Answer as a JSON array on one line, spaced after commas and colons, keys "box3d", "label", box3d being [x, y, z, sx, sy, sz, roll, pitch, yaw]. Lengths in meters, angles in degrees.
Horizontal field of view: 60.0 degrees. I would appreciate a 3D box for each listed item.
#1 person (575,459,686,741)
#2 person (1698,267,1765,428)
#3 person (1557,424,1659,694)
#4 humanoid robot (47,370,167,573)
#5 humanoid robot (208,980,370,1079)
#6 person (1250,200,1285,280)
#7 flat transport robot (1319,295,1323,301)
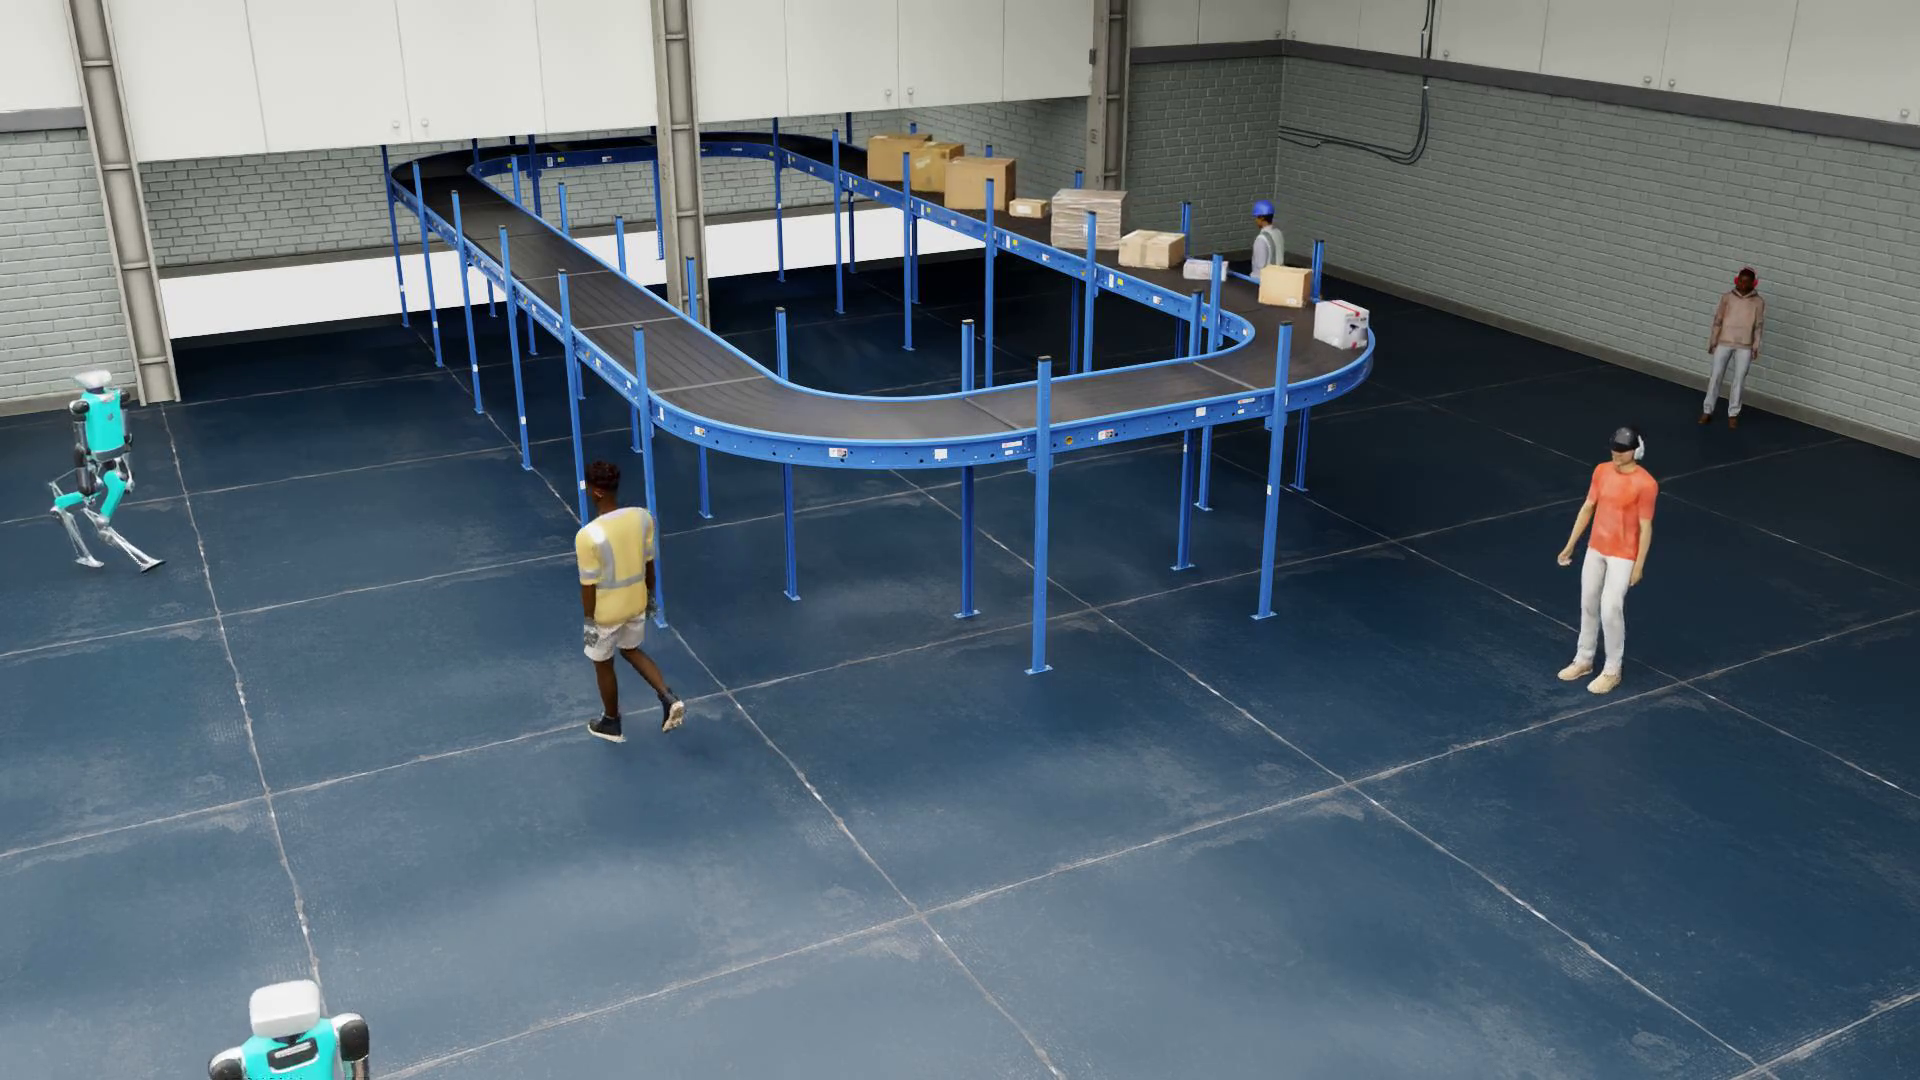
[{"box3d": [-2.152, 0.422, 10.601, 0.644, 1.949, 0.606, 14, 26, 32], "label": "person"}, {"box3d": [7.861, -1.963, 16.879, 0.472, 1.650, 0.310, 11, 25, 26], "label": "person"}, {"box3d": [4.450, 0.108, 11.442, 0.430, 1.904, 0.509, -12, 25, -27], "label": "person"}, {"box3d": [-6.888, -0.506, 13.201, 1.039, 1.741, 0.557, 8, 23, 18], "label": "humanoid robot"}, {"box3d": [-2.224, 2.474, 5.870, 0.548, 1.833, 0.680, -13, 26, -30], "label": "humanoid robot"}, {"box3d": [3.421, -2.855, 18.742, 0.458, 1.912, 0.661, 13, 25, 29], "label": "person"}, {"box3d": [4.187, -3.004, 21.300, 0.659, 0.231, 1.431, 9, 24, 20], "label": "flat transport robot"}]
